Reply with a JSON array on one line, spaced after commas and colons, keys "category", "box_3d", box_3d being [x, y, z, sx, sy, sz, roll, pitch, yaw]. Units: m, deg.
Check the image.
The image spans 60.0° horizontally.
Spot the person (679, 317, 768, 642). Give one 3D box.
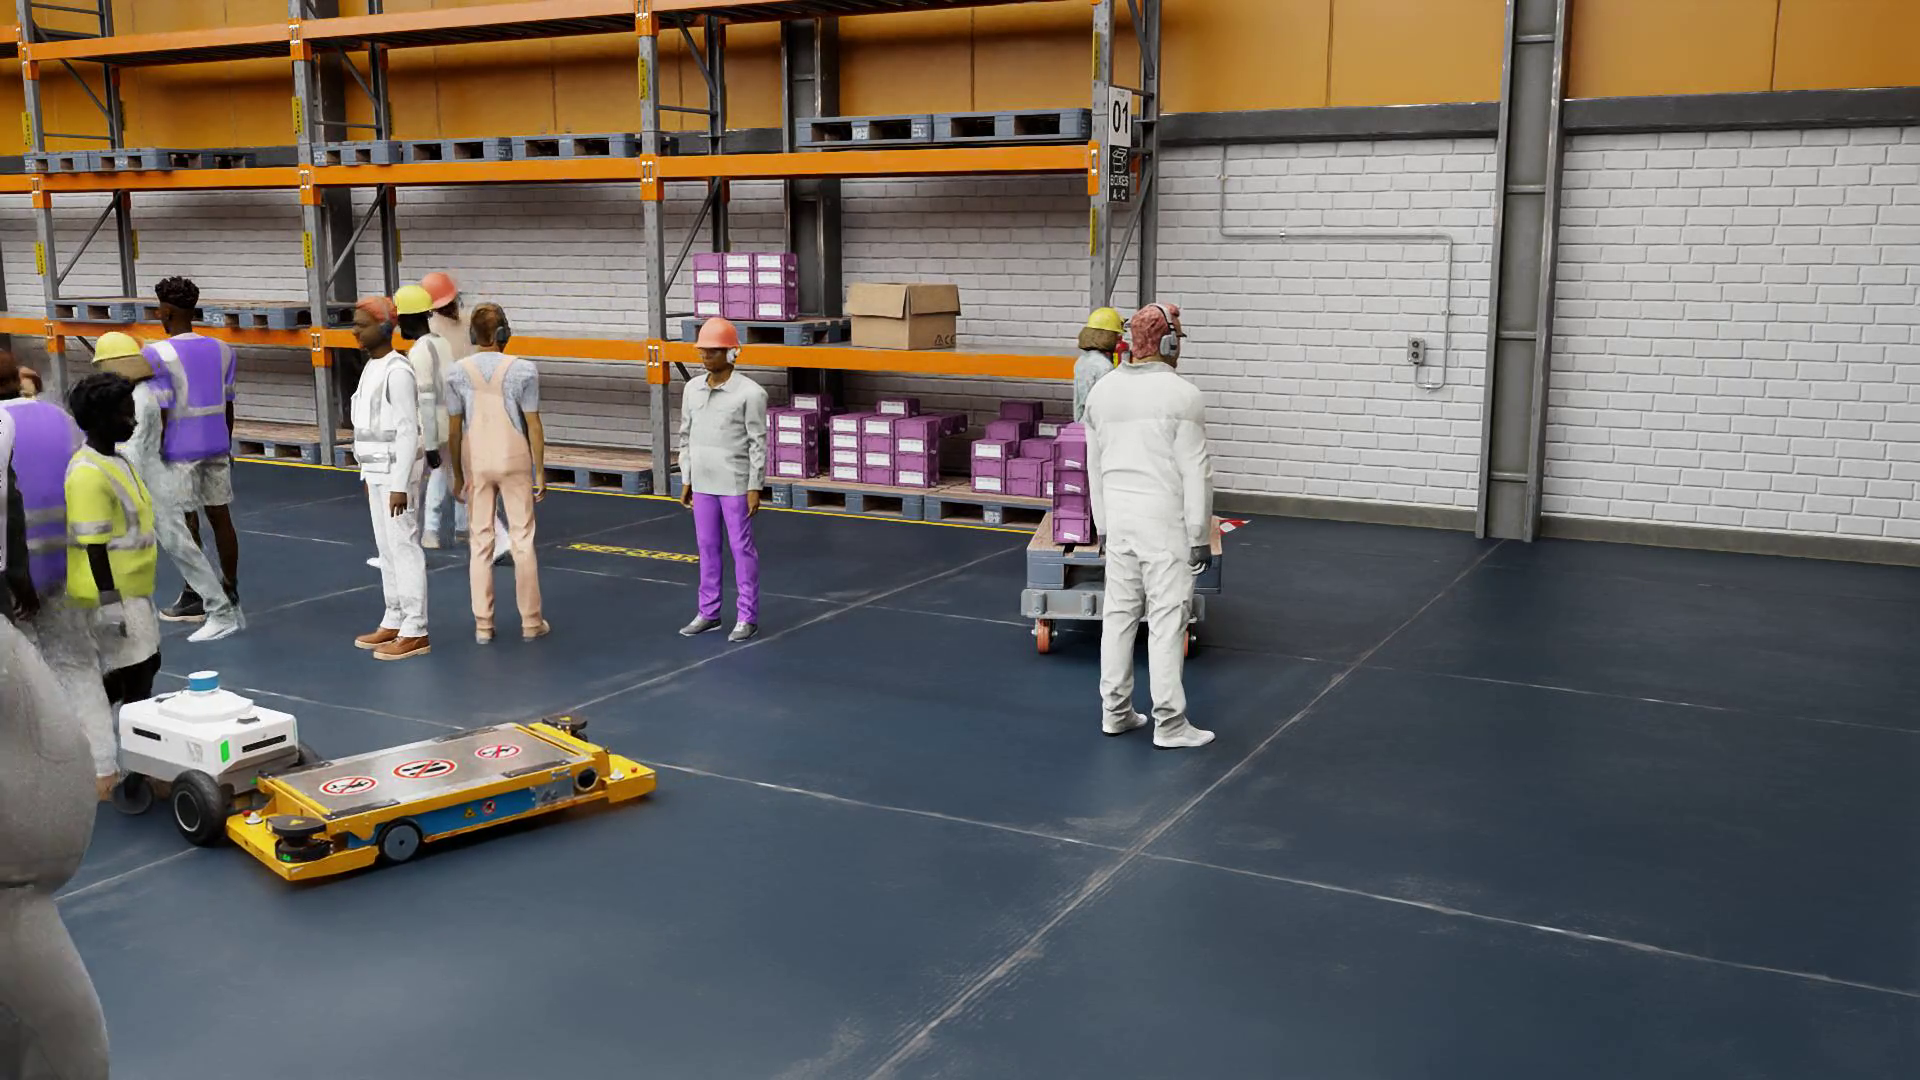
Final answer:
[{"category": "person", "box_3d": [-1.305, -0.328, 9.049, 0.565, 1.754, 0.327, 6, 12, 28]}]

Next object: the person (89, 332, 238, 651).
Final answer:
[{"category": "person", "box_3d": [-4.333, -0.253, 8.833, 0.887, 1.687, 0.506, -6, 12, -30]}]

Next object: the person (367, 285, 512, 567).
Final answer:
[{"category": "person", "box_3d": [-3.422, -0.731, 10.926, 0.976, 1.881, 0.599, 0, 10, 2]}]

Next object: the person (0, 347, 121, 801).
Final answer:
[{"category": "person", "box_3d": [-3.657, 0.135, 6.455, 0.886, 1.791, 0.625, 5, 11, 24]}]

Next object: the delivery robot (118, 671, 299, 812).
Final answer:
[{"category": "delivery robot", "box_3d": [-2.828, 0.737, 6.251, 0.707, 0.478, 0.477, 7, 12, 32]}]

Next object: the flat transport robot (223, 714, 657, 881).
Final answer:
[{"category": "flat transport robot", "box_3d": [-1.928, 0.929, 6.235, 1.431, 0.197, 0.652, -9, 14, -42]}]

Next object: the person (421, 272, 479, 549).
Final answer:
[{"category": "person", "box_3d": [-3.595, -0.909, 11.761, 0.408, 1.948, 0.710, 3, 11, 18]}]

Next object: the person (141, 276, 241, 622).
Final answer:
[{"category": "person", "box_3d": [-4.400, -0.517, 9.512, 0.367, 1.966, 0.606, 4, 11, 22]}]

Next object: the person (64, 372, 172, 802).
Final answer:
[{"category": "person", "box_3d": [-3.267, 0.194, 6.392, 0.609, 1.687, 0.540, -3, 11, -14]}]

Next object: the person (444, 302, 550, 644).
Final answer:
[{"category": "person", "box_3d": [-2.486, -0.352, 8.956, 0.507, 1.840, 0.343, -1, 10, -6]}]

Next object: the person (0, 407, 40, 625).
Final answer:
[{"category": "person", "box_3d": [-3.607, 0.165, 5.955, 0.404, 1.909, 0.596, 3, 11, 18]}]

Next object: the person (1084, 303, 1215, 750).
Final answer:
[{"category": "person", "box_3d": [0.837, -0.056, 7.150, 0.409, 1.908, 0.642, -10, 14, -42]}]

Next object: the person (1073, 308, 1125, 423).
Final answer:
[{"category": "person", "box_3d": [0.900, -0.617, 10.694, 0.311, 1.735, 0.484, -4, 11, -20]}]

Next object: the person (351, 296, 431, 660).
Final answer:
[{"category": "person", "box_3d": [-2.988, -0.324, 8.680, 0.353, 1.883, 0.577, -7, 13, -35]}]
